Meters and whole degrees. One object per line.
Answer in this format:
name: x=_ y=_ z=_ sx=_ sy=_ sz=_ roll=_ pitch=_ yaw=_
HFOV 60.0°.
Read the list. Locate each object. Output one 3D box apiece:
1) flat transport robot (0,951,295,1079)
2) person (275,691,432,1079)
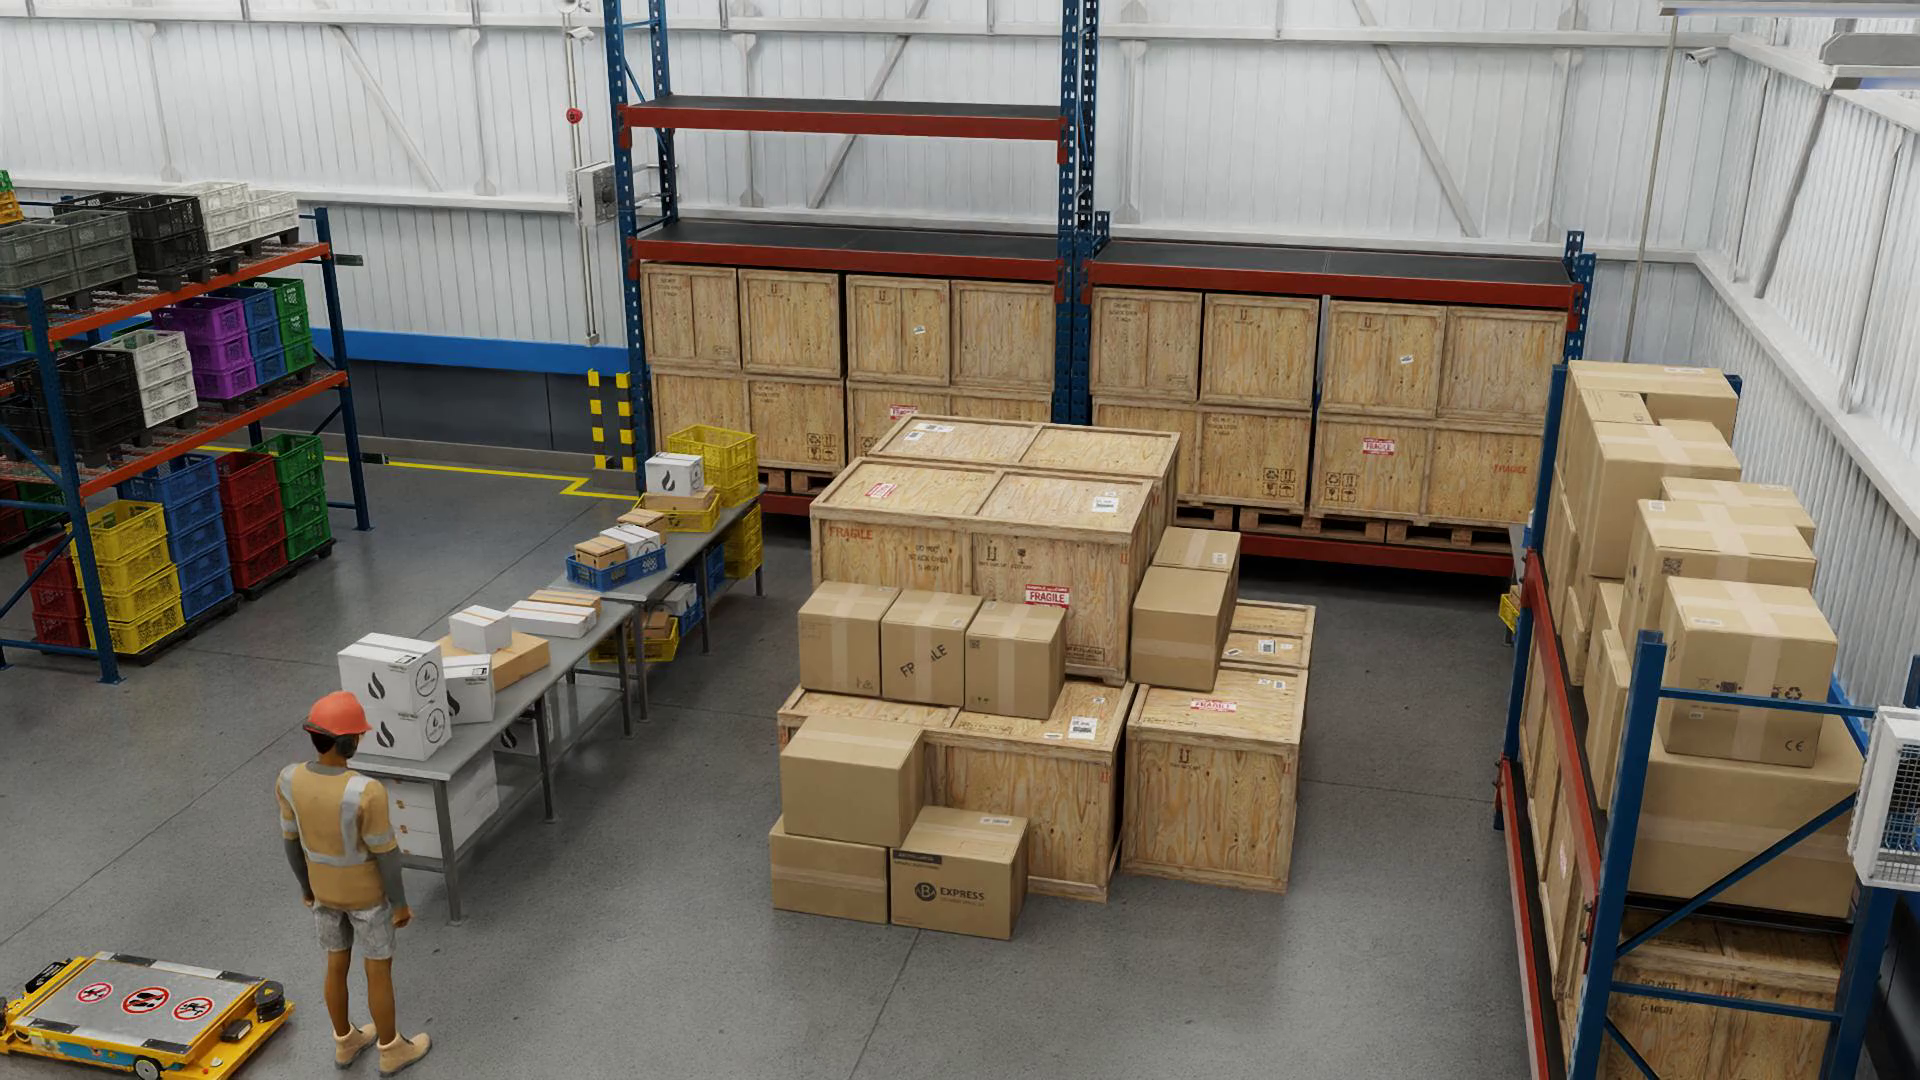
flat transport robot: x=-4.270 y=2.464 z=8.601 sx=1.431 sy=0.231 sz=0.659 roll=5 pitch=22 yaw=13
person: x=-2.968 y=1.689 z=8.162 sx=0.610 sy=2.029 sz=0.401 roll=7 pitch=22 yaw=18
